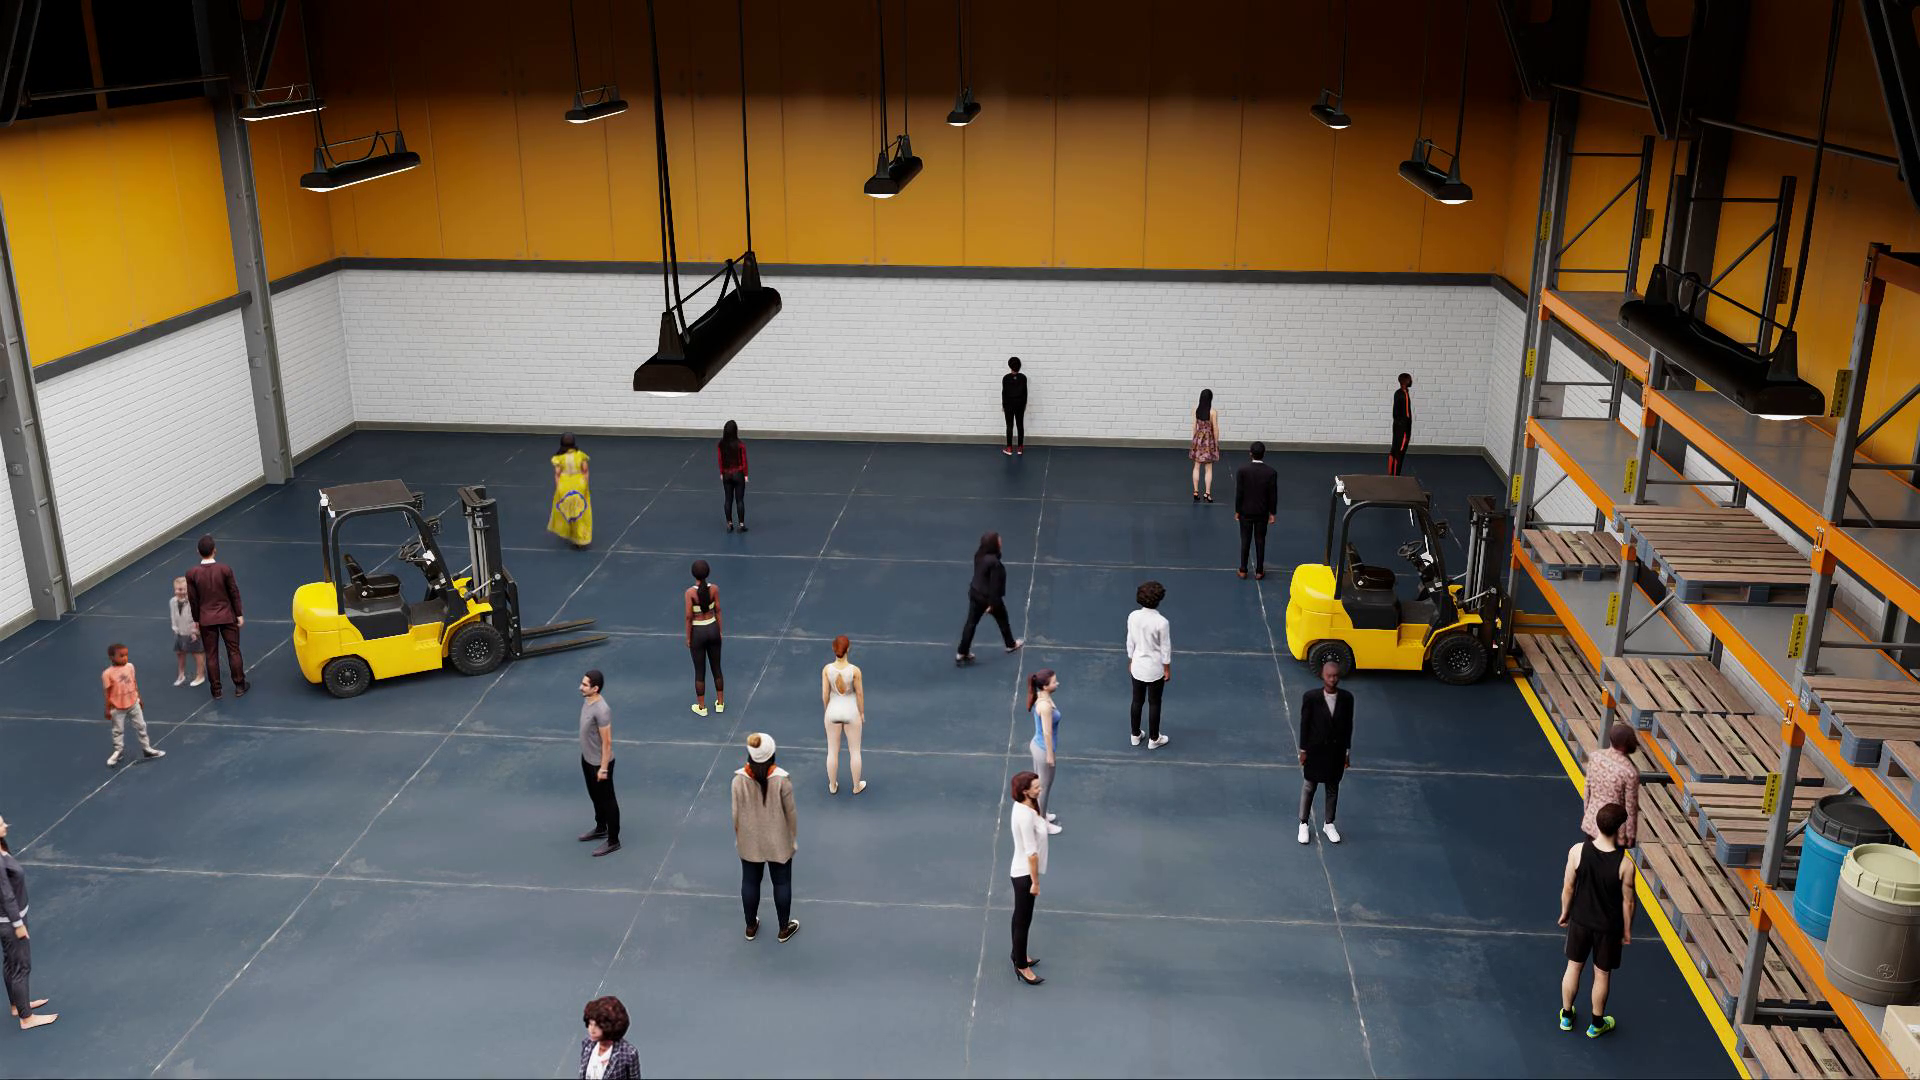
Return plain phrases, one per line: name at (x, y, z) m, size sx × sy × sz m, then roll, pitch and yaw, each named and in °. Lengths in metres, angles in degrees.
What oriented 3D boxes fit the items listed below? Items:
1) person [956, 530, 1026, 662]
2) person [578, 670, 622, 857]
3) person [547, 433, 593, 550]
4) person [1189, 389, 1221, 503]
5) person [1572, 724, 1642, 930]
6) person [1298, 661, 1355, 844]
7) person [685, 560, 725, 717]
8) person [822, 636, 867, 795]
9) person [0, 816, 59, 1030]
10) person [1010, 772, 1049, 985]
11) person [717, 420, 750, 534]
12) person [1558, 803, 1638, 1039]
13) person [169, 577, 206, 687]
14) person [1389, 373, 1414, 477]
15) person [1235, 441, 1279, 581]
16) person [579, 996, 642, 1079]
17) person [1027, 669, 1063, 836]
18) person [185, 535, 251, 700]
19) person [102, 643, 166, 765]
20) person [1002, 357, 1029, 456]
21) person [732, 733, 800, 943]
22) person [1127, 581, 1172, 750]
person at (0.232, 0.698, 19.341) m, size 1.166 × 1.564 × 1.139 m, roll -13°, pitch 23°, yaw -34°
person at (-3.302, 1.994, 15.192) m, size 0.762 × 1.755 × 0.678 m, roll -12°, pitch 22°, yaw -31°
person at (-5.415, -0.660, 23.279) m, size 1.083 × 1.623 × 1.251 m, roll -7°, pitch 20°, yaw -21°
person at (3.735, -1.440, 25.359) m, size 0.786 × 1.774 × 0.819 m, roll 11°, pitch 22°, yaw 30°
person at (5.431, 2.386, 13.945) m, size 0.837 × 1.807 × 0.717 m, roll -9°, pitch 21°, yaw -25°
person at (3.366, 1.938, 15.347) m, size 0.664 × 1.762 × 0.583 m, roll -1°, pitch 19°, yaw -2°
person at (-2.756, 1.050, 17.995) m, size 0.641 × 1.755 × 0.667 m, roll -9°, pitch 21°, yaw -26°
person at (-1.141, 1.703, 16.231) m, size 0.549 × 1.644 × 0.457 m, roll 2°, pitch 19°, yaw 5°
person at (-7.215, 2.857, 12.610) m, size 0.739 × 1.768 × 0.683 m, roll -15°, pitch 24°, yaw -38°
person at (0.513, 2.652, 13.174) m, size 0.689 × 1.795 × 0.492 m, roll -1°, pitch 19°, yaw -2°
person at (-3.267, -0.918, 23.991) m, size 0.611 × 1.657 × 0.544 m, roll 4°, pitch 19°, yaw 12°
person at (4.762, 2.843, 12.456) m, size 0.779 × 1.891 × 0.767 m, roll 12°, pitch 22°, yaw 32°
person at (-8.717, 1.015, 18.857) m, size 0.509 × 1.271 × 0.548 m, roll 2°, pitch 19°, yaw 7°
person at (6.953, -1.751, 26.229) m, size 0.734 × 1.808 × 0.541 m, roll -2°, pitch 19°, yaw -7°
person at (3.910, -0.395, 22.086) m, size 0.709 × 1.883 × 0.548 m, roll 3°, pitch 19°, yaw 8°
person at (-2.188, 3.618, 10.452) m, size 0.691 × 1.703 × 0.680 m, roll 10°, pitch 21°, yaw 27°
person at (0.785, 1.954, 15.539) m, size 0.665 × 1.610 × 0.535 m, roll -2°, pitch 19°, yaw -6°
person at (-8.218, 0.853, 18.407) m, size 0.770 × 1.866 × 0.754 m, roll -6°, pitch 20°, yaw -18°
person at (-8.551, 1.651, 16.928) m, size 0.773 × 1.296 × 0.842 m, roll -15°, pitch 24°, yaw -38°
person at (0.922, -2.269, 27.976) m, size 0.653 × 1.675 × 0.637 m, roll -4°, pitch 19°, yaw -11°
person at (-1.614, 2.422, 13.707) m, size 0.696 × 1.891 × 0.652 m, roll 3°, pitch 19°, yaw 8°
person at (1.950, 1.284, 17.214) m, size 0.717 × 1.810 × 0.724 m, roll 11°, pitch 22°, yaw 30°
